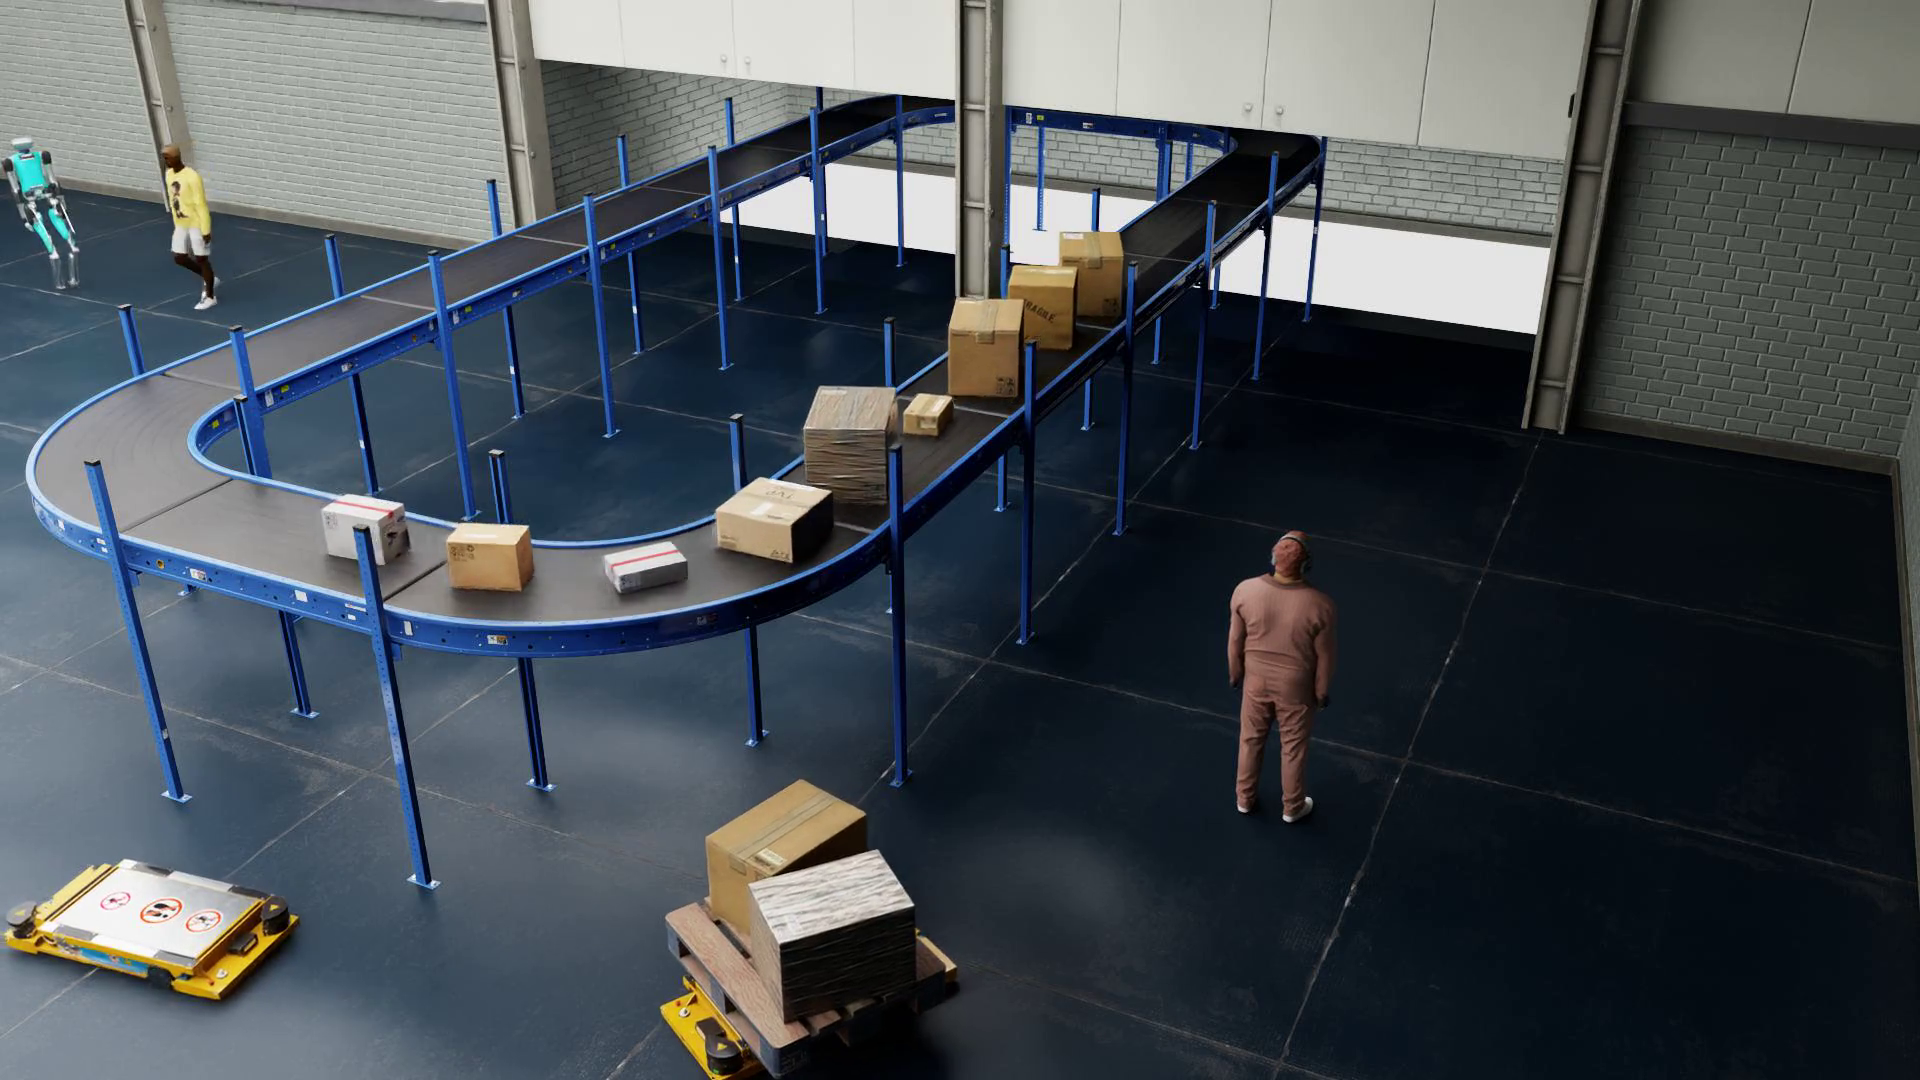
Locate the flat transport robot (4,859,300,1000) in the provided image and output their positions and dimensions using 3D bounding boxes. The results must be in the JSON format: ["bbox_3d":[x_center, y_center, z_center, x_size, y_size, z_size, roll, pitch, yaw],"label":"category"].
[{"bbox_3d":[-4.468,2.125,9.195,1.431,0.231,0.659,8,28,16],"label":"flat transport robot"}]

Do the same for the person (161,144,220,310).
[{"bbox_3d":[-8.681,-3.532,18.780,0.565,1.876,0.441,12,29,22],"label":"person"}]

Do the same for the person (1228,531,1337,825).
[{"bbox_3d":[1.925,0.826,9.971,0.636,1.910,0.406,12,29,23],"label":"person"}]

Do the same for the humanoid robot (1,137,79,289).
[{"bbox_3d":[-10.655,-3.742,19.437,0.562,1.831,0.731,-23,34,-38],"label":"humanoid robot"}]

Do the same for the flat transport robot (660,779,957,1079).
[{"bbox_3d":[-0.796,2.337,8.768,1.431,0.231,0.659,-17,31,-31],"label":"flat transport robot"}]
